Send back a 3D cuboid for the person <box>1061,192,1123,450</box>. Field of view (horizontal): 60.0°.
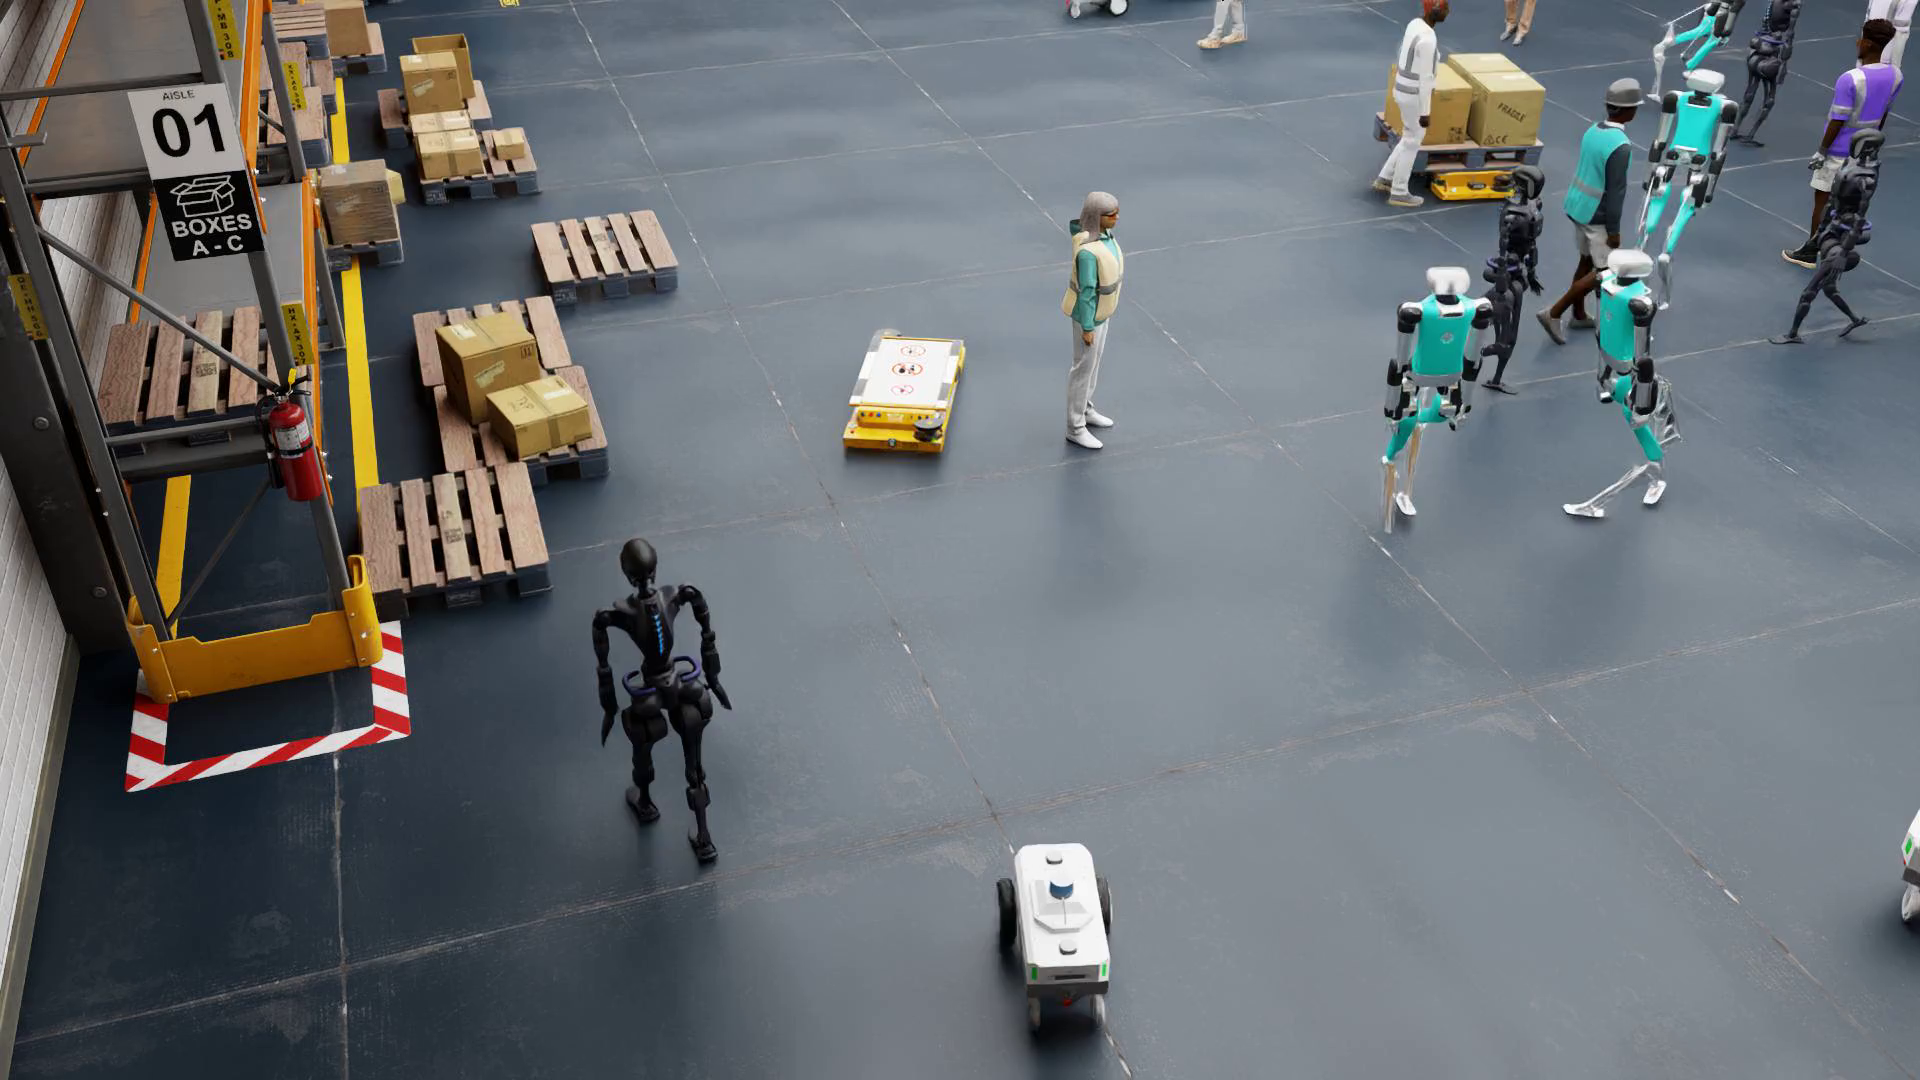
[{"bbox_3d":[0.842,-1.431,10.733,0.364,1.708,0.473,10,34,15],"label":"person"}]

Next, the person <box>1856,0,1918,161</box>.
[{"bbox_3d":[8.412,-4.445,15.164,0.385,1.927,0.550,-4,33,-5],"label":"person"}]

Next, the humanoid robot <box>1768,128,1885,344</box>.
[{"bbox_3d":[6.358,-2.151,11.909,0.739,1.641,0.590,2,33,3],"label":"humanoid robot"}]

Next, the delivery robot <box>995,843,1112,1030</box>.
[{"bbox_3d":[0.424,1.645,7.060,0.499,0.580,0.757,-2,33,-3],"label":"delivery robot"}]

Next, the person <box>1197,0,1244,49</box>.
[{"bbox_3d":[2.865,-6.294,18.068,0.807,1.841,0.480,-14,36,-21],"label":"person"}]

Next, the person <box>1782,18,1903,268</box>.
[{"bbox_3d":[6.962,-3.104,13.067,0.614,1.963,0.361,-13,35,-19],"label":"person"}]

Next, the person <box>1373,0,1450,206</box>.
[{"bbox_3d":[3.876,-3.757,14.153,0.383,1.868,0.595,3,33,4],"label":"person"}]

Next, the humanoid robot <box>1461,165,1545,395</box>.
[{"bbox_3d":[3.698,-1.772,11.295,0.466,1.646,0.586,23,40,31],"label":"humanoid robot"}]

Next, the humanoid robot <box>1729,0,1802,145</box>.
[{"bbox_3d":[7.536,-4.533,15.527,0.369,1.648,0.587,-1,33,-2],"label":"humanoid robot"}]

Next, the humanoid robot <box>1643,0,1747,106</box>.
[{"bbox_3d":[7.192,-5.062,16.310,1.023,1.745,0.547,-1,33,-2],"label":"humanoid robot"}]

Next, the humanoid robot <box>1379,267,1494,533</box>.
[{"bbox_3d":[2.707,-0.852,9.877,0.546,1.836,0.754,-2,33,-3],"label":"humanoid robot"}]

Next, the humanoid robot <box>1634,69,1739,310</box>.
[{"bbox_3d":[5.336,-2.565,12.460,0.539,1.806,0.665,21,38,28],"label":"humanoid robot"}]

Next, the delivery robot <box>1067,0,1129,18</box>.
[{"bbox_3d":[1.566,-6.425,19.438,0.740,0.581,0.513,-9,34,-14],"label":"delivery robot"}]

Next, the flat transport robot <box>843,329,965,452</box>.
[{"bbox_3d":[-0.364,-1.042,11.457,0.659,0.231,1.431,4,33,5],"label":"flat transport robot"}]

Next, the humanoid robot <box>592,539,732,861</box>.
[{"bbox_3d":[-1.353,0.683,7.538,0.611,1.633,0.641,-16,37,-23],"label":"humanoid robot"}]

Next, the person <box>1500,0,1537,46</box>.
[{"bbox_3d":[6.205,-6.229,18.142,0.465,1.658,0.411,23,40,31],"label":"person"}]

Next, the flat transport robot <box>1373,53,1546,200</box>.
[{"bbox_3d":[4.469,-3.434,15.125,0.659,0.231,1.431,-3,33,-5],"label":"flat transport robot"}]

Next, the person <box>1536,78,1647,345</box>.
[{"bbox_3d":[4.569,-2.346,11.936,0.597,1.929,0.601,-2,33,-3],"label":"person"}]

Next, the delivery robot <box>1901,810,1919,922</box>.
[{"bbox_3d":[4.553,1.510,7.296,0.782,0.611,0.520,25,41,33],"label":"delivery robot"}]

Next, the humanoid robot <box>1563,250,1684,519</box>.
[{"bbox_3d":[4.180,-0.924,9.968,0.970,1.741,0.562,-6,34,-9],"label":"humanoid robot"}]
